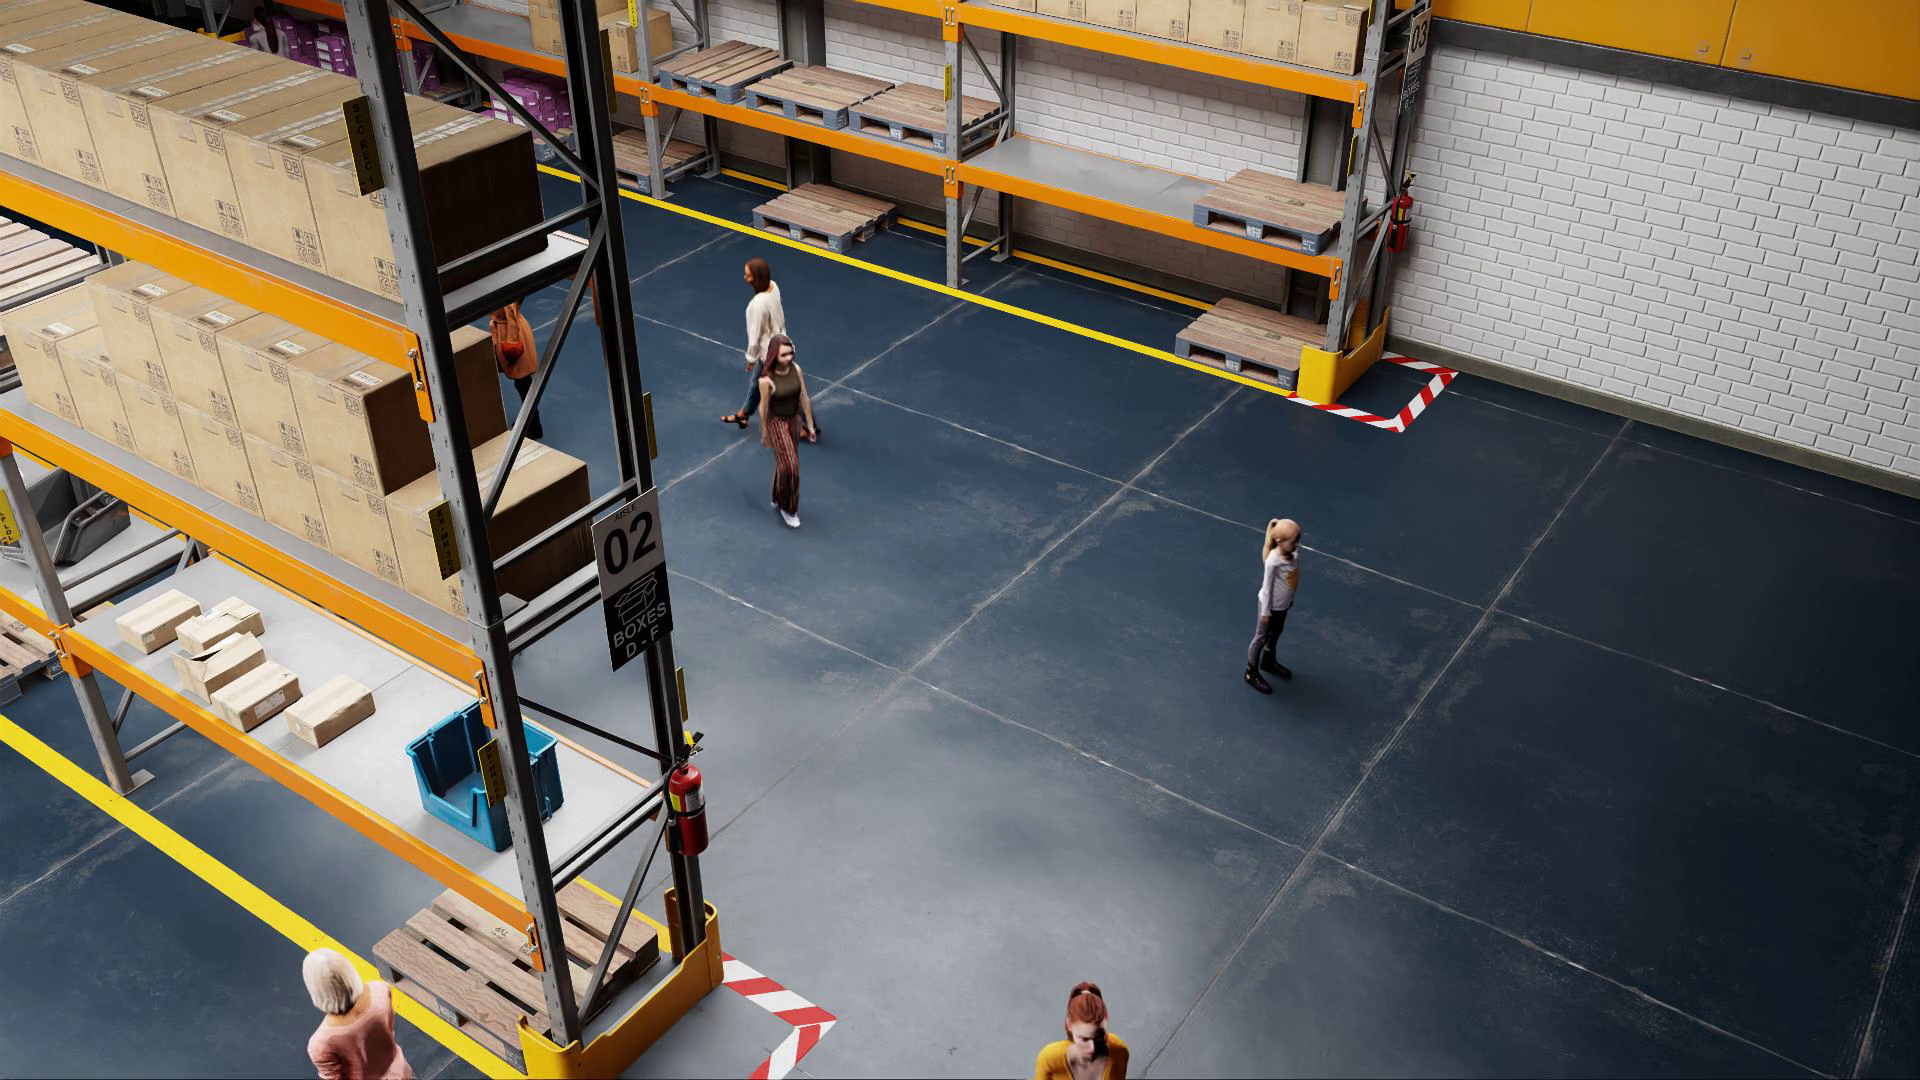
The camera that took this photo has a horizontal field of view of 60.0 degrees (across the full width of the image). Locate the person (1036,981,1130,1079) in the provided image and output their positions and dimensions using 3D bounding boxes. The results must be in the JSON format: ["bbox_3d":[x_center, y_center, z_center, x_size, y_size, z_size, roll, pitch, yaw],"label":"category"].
[{"bbox_3d":[0.489,2.555,7.339,1.148,1.705,1.206,-6,34,-8],"label":"person"}]

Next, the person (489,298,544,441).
[{"bbox_3d":[-3.648,-1.623,13.612,0.839,1.720,0.748,-10,35,-14],"label":"person"}]

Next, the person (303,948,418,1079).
[{"bbox_3d":[-2.566,2.488,7.456,1.102,1.688,0.603,21,39,28],"label":"person"}]

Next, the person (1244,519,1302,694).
[{"bbox_3d":[2.069,0.401,10.968,0.514,1.275,0.508,28,42,35],"label":"person"}]

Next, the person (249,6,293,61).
[{"bbox_3d":[-7.880,-5.304,19.192,0.612,1.674,0.642,29,43,36],"label":"person"}]

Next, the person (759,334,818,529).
[{"bbox_3d":[-1.388,-0.891,12.668,0.620,1.546,0.724,-27,42,-35],"label":"person"}]

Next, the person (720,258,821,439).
[{"bbox_3d":[-1.444,-1.511,13.521,1.179,1.634,0.953,6,34,9],"label":"person"}]
